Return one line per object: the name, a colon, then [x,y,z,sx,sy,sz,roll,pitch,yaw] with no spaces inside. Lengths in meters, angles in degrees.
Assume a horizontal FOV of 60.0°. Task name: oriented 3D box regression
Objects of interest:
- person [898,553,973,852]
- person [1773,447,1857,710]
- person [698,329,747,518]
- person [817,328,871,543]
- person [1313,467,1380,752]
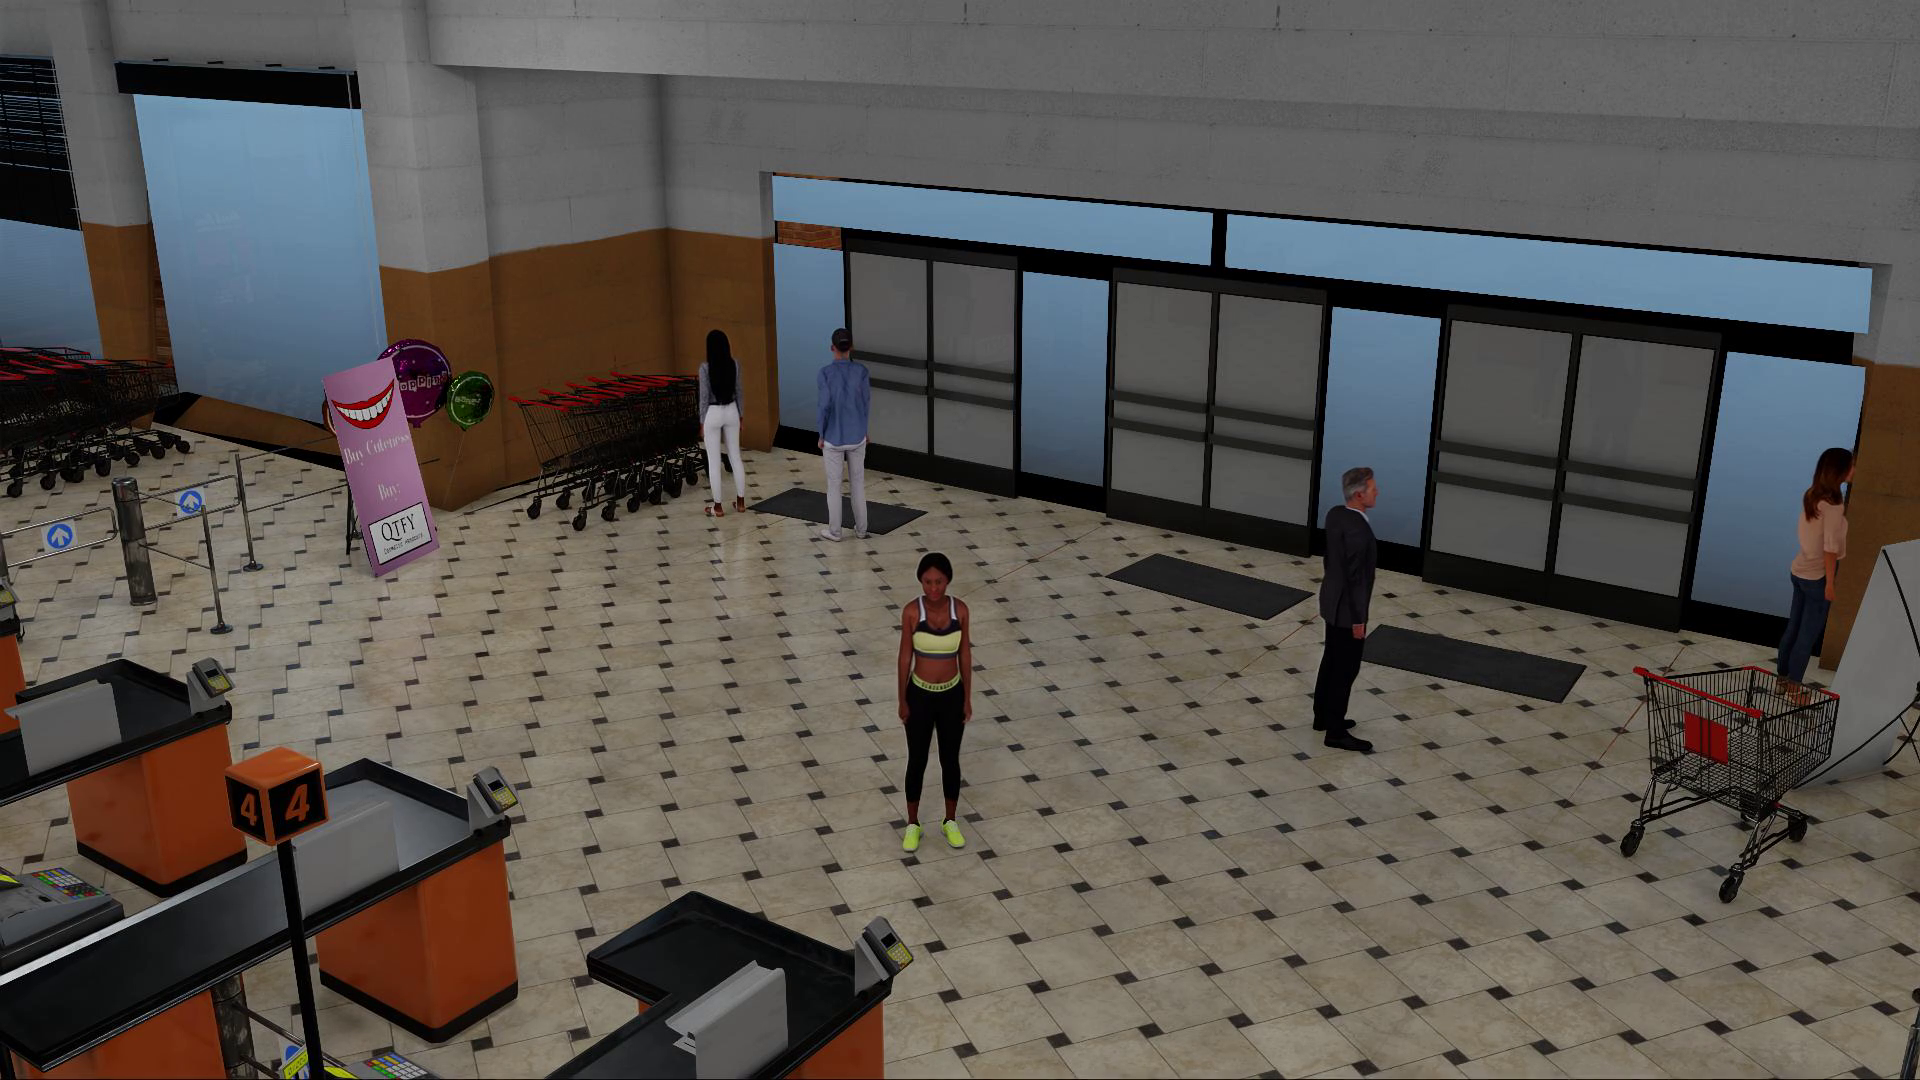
person: [-0.138,0.894,9.300,0.638,1.754,0.692,-3,19,-8]
person: [5.735,0.241,11.176,0.730,1.792,0.617,2,19,6]
person: [-2.184,-1.078,15.196,0.572,1.724,0.723,-12,22,-31]
person: [-1.010,-0.915,14.453,0.689,1.888,0.803,-8,20,-23]
person: [2.471,0.410,10.603,0.866,1.839,0.771,-1,19,-4]
